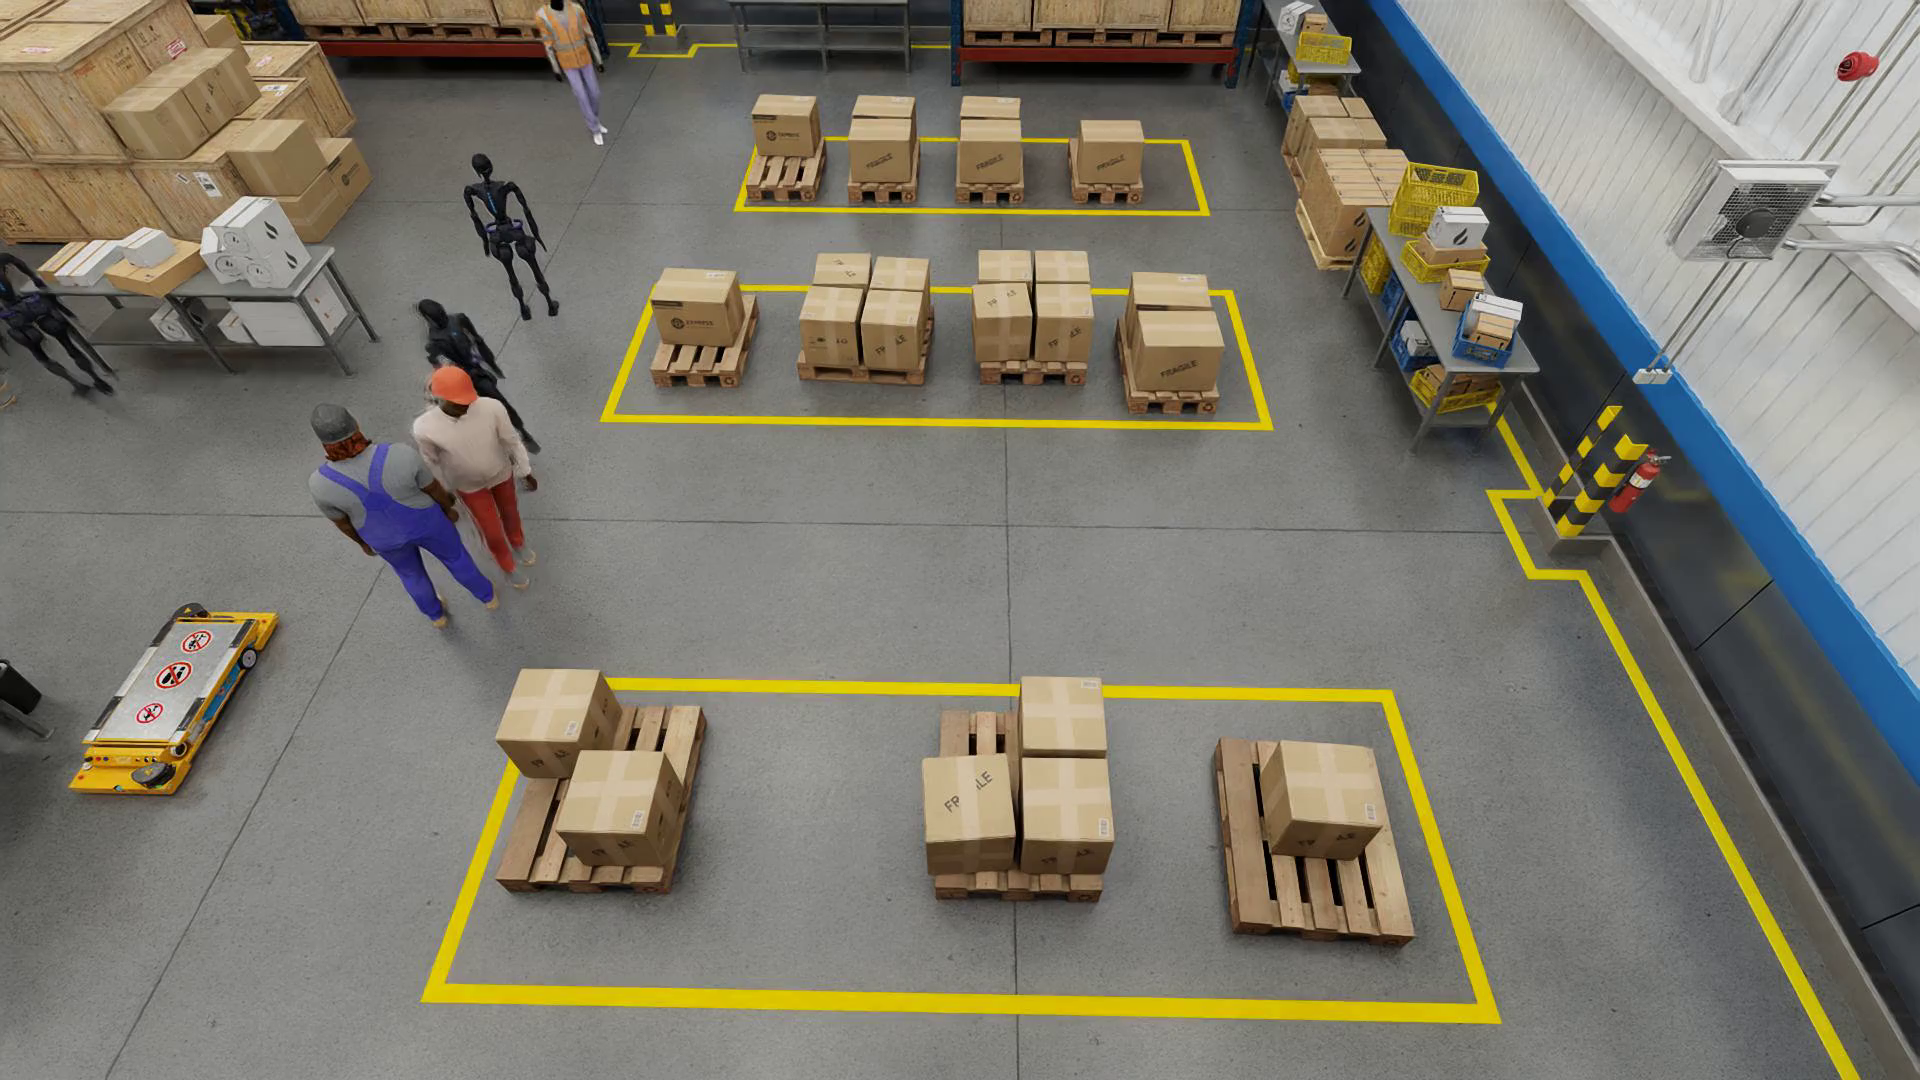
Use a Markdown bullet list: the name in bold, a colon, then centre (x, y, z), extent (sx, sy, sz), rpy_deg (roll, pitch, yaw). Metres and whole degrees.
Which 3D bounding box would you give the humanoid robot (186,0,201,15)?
- **humanoid robot**: centre (-9.982, -6.466, 11.915), extent (0.351, 1.651, 0.565), rpy_deg (37, 59, 27)

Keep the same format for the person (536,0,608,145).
- **person**: centre (-4.723, -5.887, 11.271), extent (0.595, 1.915, 0.512), rpy_deg (-26, 54, -20)

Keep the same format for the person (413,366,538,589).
- **person**: centre (-3.424, -0.445, 6.639), extent (0.644, 1.953, 0.637), rpy_deg (-32, 57, -24)

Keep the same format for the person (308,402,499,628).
- **person**: centre (-3.864, -0.162, 6.344), extent (0.681, 2.000, 0.535), rpy_deg (-21, 53, -17)

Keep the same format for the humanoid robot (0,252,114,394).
- **humanoid robot**: centre (-8.250, -1.961, 8.103), extent (0.430, 1.640, 0.618), rpy_deg (24, 54, 19)

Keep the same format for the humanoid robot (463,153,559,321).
- **humanoid robot**: centre (-4.384, -2.936, 8.928), extent (0.569, 1.651, 0.331), rpy_deg (-12, 51, -10)

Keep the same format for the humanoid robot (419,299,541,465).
- **humanoid robot**: centre (-3.942, -1.287, 7.532), extent (0.429, 1.639, 0.573), rpy_deg (16, 52, 13)

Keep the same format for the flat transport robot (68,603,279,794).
- **flat transport robot**: centre (-5.504, 1.072, 6.442), extent (0.652, 0.197, 1.431), rpy_deg (1, 50, 1)

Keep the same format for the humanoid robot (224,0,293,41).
- **humanoid robot**: centre (-9.289, -6.837, 12.232), extent (0.611, 1.659, 0.338), rpy_deg (-36, 59, -27)

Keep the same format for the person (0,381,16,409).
- **person**: centre (-9.128, -1.915, 7.930), extent (0.582, 1.882, 0.351), rpy_deg (37, 59, 27)
